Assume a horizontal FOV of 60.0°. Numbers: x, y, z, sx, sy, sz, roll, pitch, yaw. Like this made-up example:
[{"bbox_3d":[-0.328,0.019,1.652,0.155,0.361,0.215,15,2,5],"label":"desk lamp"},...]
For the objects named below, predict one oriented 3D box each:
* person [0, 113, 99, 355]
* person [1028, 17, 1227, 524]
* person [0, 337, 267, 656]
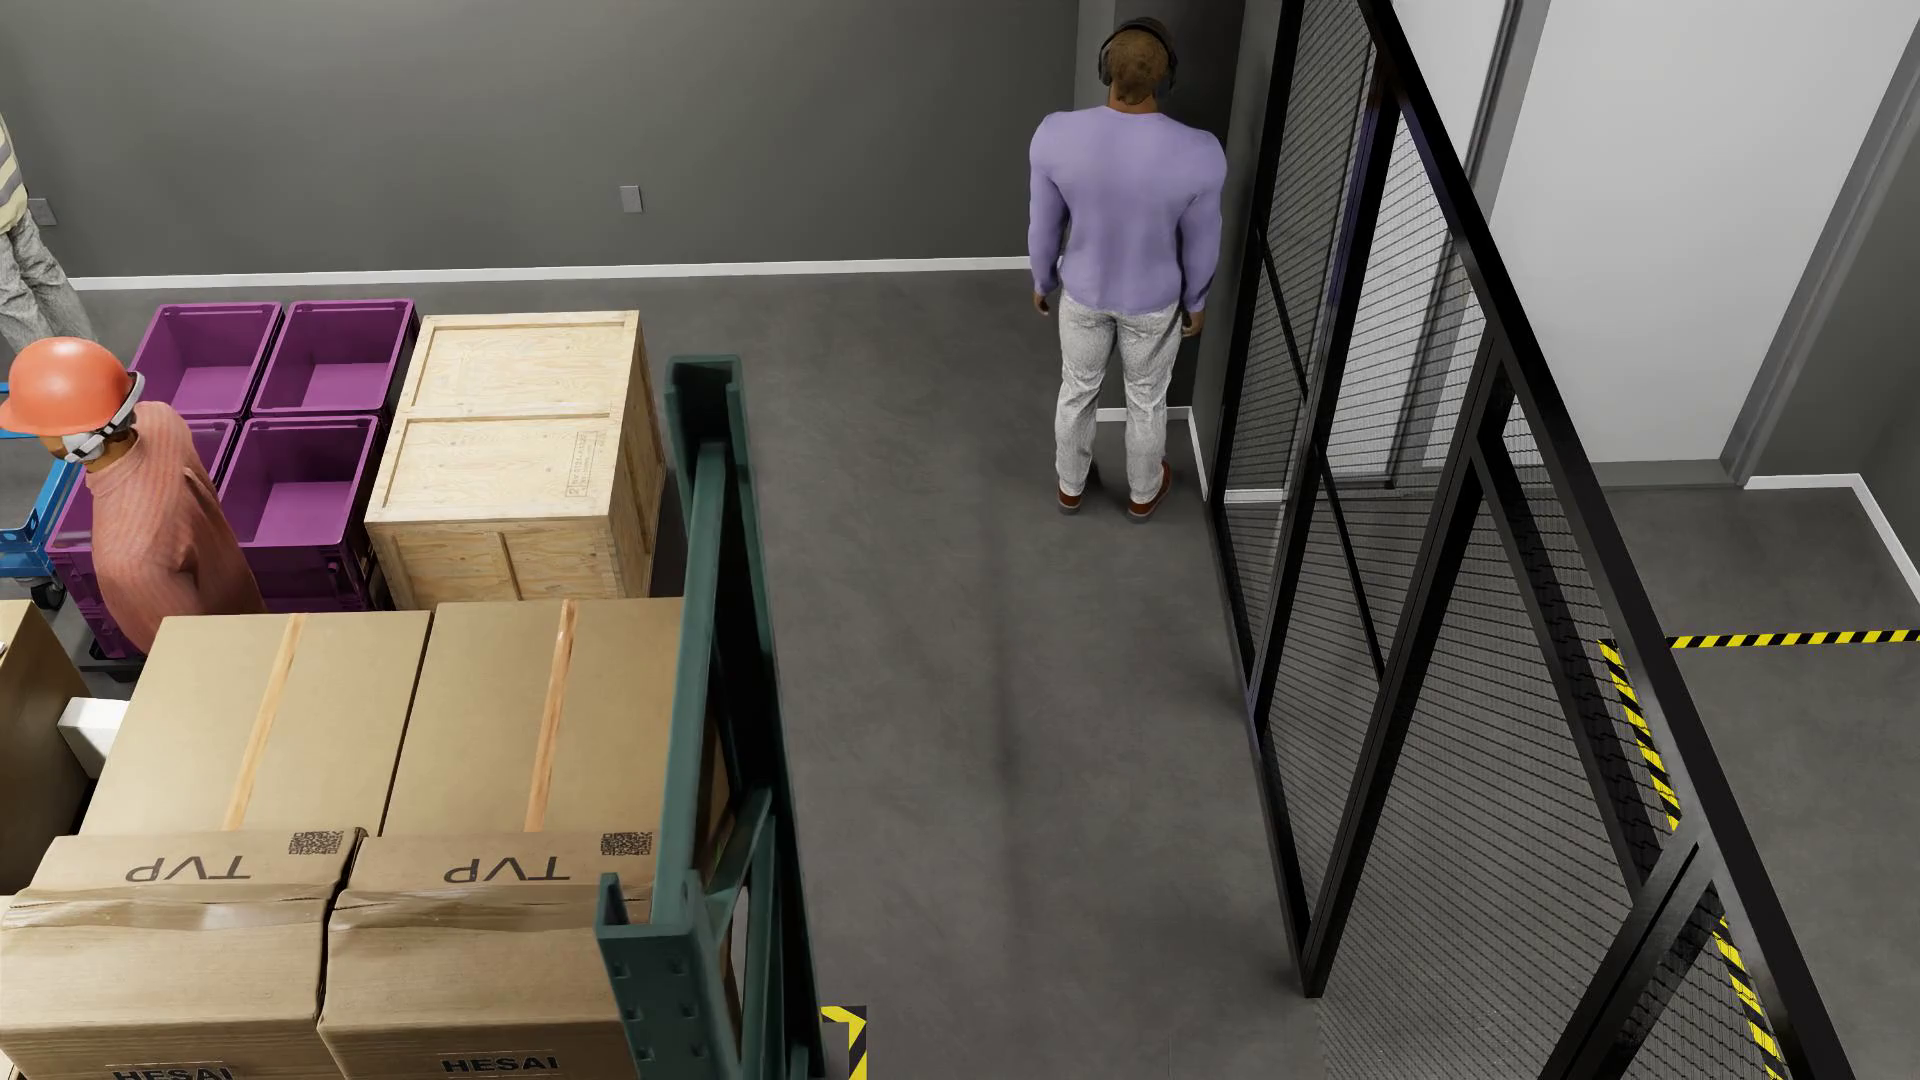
[{"bbox_3d":[-3.550,-1.191,5.965,0.404,1.830,0.603,1,46,1],"label":"person"},{"bbox_3d":[0.532,-0.835,5.557,0.627,1.934,0.375,11,47,11],"label":"person"},{"bbox_3d":[-2.044,0.252,4.478,0.380,1.994,0.618,-12,48,-11],"label":"person"}]
